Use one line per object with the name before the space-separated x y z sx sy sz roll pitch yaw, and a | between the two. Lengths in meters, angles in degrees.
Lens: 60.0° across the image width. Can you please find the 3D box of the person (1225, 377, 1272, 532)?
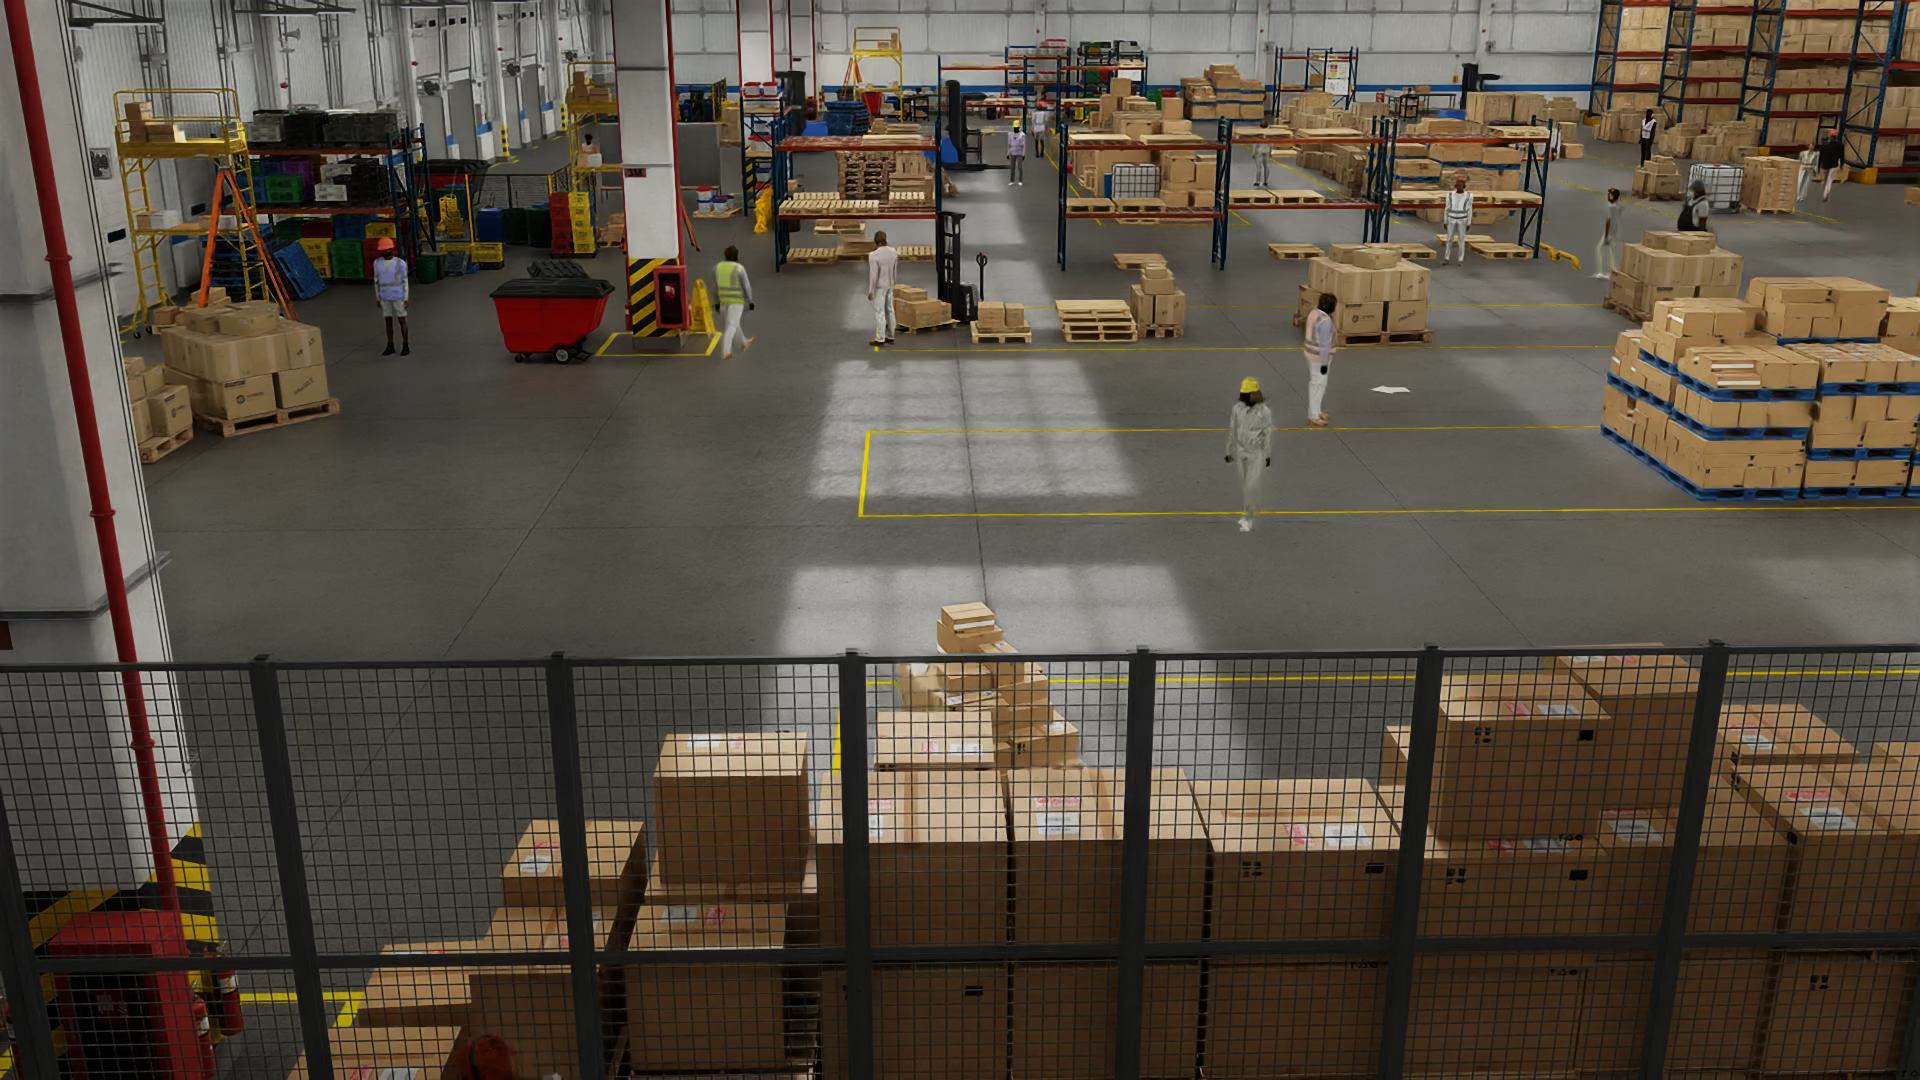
person | 3.184 -0.960 18.506 0.505 1.718 0.661 15 24 38

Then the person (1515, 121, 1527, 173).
person | 17.762 -12.459 52.740 0.514 1.642 0.310 -16 25 -40

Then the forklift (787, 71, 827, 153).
forklift | -5.727 -15.109 58.692 1.873 2.768 1.129 -10 21 -26

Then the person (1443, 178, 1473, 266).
person | 10.662 -6.816 35.649 0.574 1.876 0.356 9 21 25

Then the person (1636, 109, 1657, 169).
person | 22.287 -12.997 53.929 0.396 1.911 0.588 -6 20 -18

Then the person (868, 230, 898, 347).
person | -1.301 -4.200 27.784 0.368 1.938 0.632 15 23 37

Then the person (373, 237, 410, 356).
person | -9.252 -3.959 27.069 0.553 1.935 0.363 1 19 4

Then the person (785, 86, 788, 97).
person | -6.983 -17.105 66.178 0.659 1.868 1.046 6 19 16

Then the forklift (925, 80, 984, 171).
forklift | -0.204 -13.247 53.168 1.873 2.768 1.129 -1 19 -3

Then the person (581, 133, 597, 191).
person | -10.661 -10.832 47.834 0.557 1.695 0.356 7 20 21

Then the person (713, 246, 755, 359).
person | -3.659 -3.883 27.076 0.628 1.787 1.000 12 22 31

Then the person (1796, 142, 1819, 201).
person | 23.412 -10.173 45.980 0.547 1.612 0.647 8 20 24

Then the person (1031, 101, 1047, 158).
person | 2.728 -14.146 57.321 0.542 1.923 0.474 -2 19 -5

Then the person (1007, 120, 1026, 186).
person | 1.675 -11.523 49.539 0.587 1.919 0.399 7 20 20

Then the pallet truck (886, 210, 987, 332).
pallet truck | -0.493 -4.759 29.349 1.885 1.965 0.823 -13 23 -34

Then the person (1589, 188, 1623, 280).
person | 13.243 -6.263 34.038 0.501 1.853 0.644 -11 21 -29

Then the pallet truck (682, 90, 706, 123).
pallet truck | -9.671 -15.907 62.421 0.823 1.965 1.885 5 19 15

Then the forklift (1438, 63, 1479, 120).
forklift | 19.482 -16.861 63.892 1.873 2.768 1.129 -1 19 -1

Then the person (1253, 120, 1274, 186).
person | 8.992 -11.497 49.430 0.630 1.940 0.372 -4 19 -12

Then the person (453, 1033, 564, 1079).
person | -1.815 2.863 7.017 1.005 1.826 0.642 17 25 40

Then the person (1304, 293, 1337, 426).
person | 4.971 -2.494 22.914 0.449 1.823 0.642 -1 19 -4

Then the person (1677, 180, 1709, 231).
person | 15.023 -6.361 34.034 0.671 2.000 0.695 1 19 4

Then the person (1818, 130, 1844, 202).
person | 24.063 -10.339 46.011 0.621 1.937 1.077 12 22 33

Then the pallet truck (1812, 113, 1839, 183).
pallet truck | 26.403 -11.957 50.702 0.823 1.965 1.885 6 19 16
